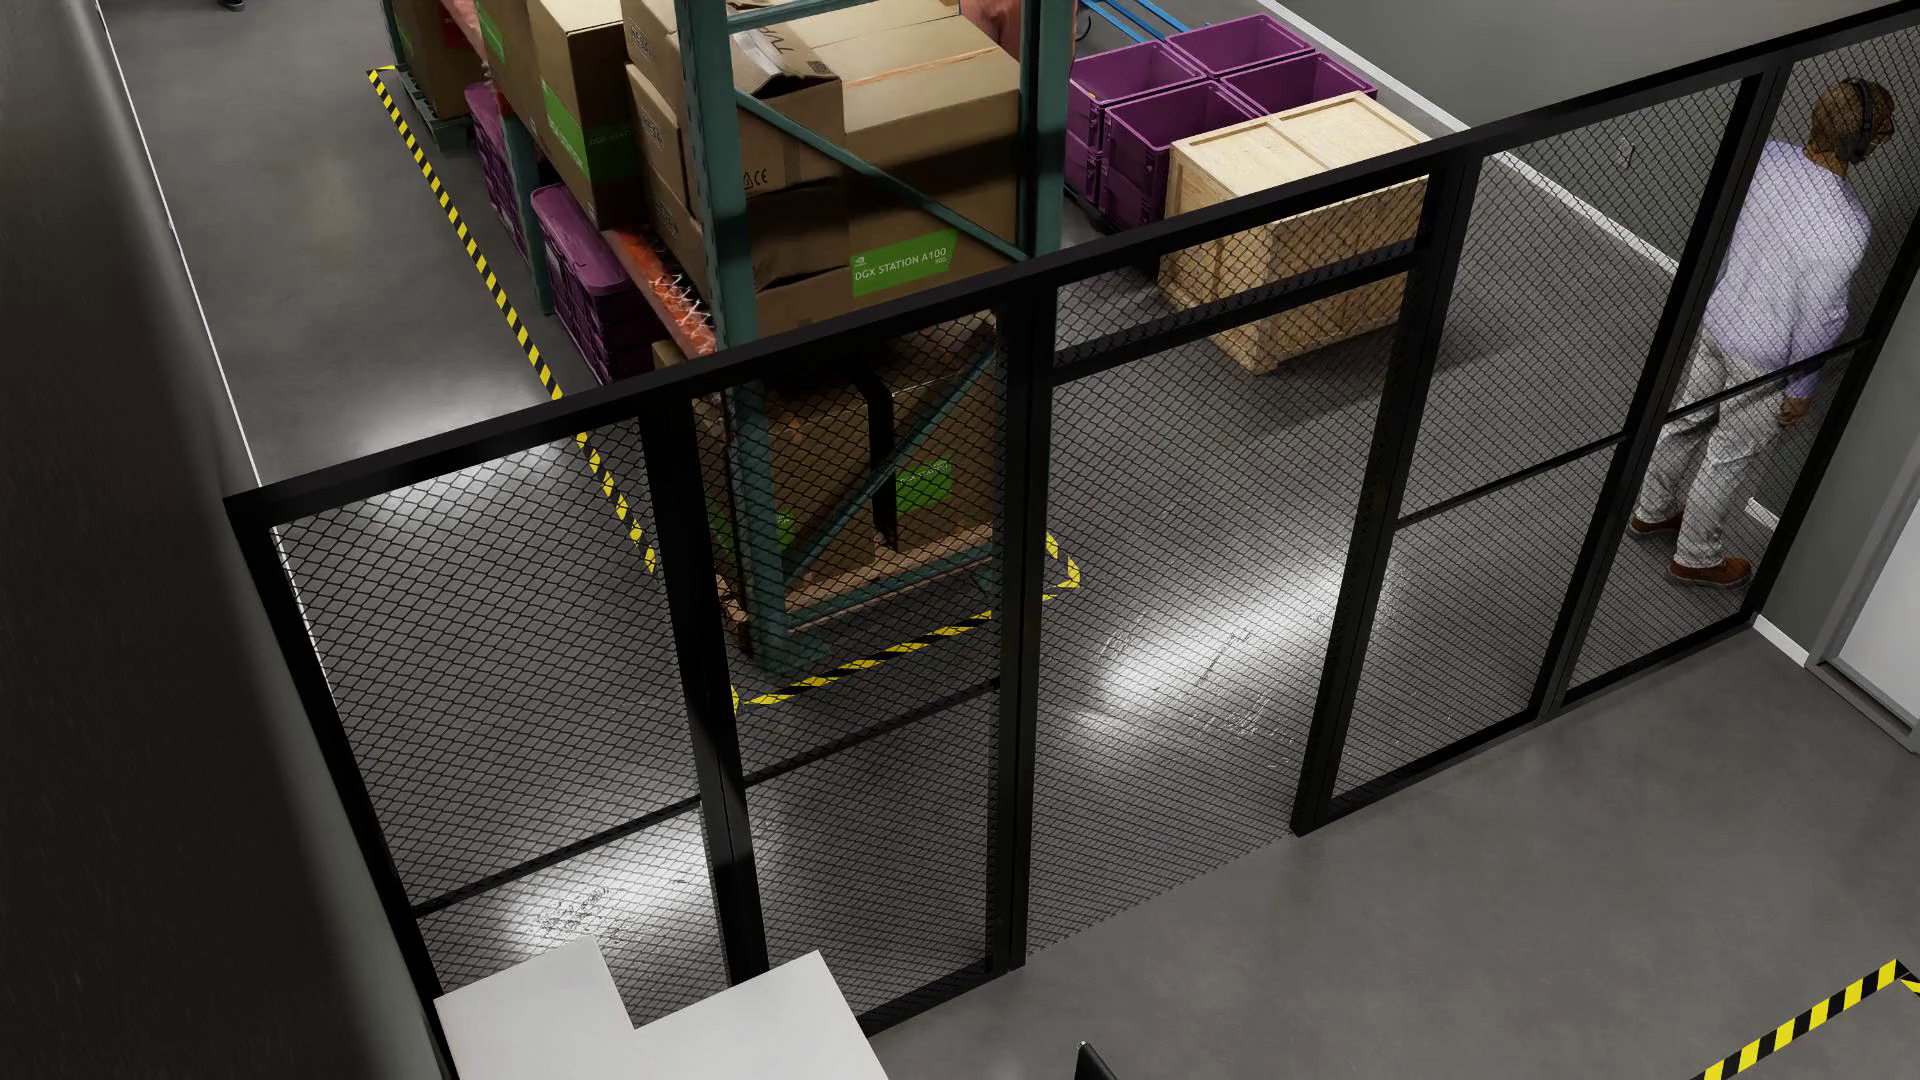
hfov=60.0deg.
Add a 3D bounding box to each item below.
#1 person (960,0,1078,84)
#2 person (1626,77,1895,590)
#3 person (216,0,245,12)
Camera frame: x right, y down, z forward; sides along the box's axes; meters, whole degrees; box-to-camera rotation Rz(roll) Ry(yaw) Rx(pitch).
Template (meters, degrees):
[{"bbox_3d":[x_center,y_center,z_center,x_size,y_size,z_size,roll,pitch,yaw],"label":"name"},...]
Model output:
[{"bbox_3d":[0.214,-1.817,6.891,0.625,1.992,0.386,-32,51,-30],"label":"person"},{"bbox_3d":[2.725,-0.673,5.682,0.372,1.940,0.627,-8,43,-9],"label":"person"},{"bbox_3d":[-4.213,-3.896,9.282,0.586,1.837,0.403,-25,48,-25],"label":"person"}]
